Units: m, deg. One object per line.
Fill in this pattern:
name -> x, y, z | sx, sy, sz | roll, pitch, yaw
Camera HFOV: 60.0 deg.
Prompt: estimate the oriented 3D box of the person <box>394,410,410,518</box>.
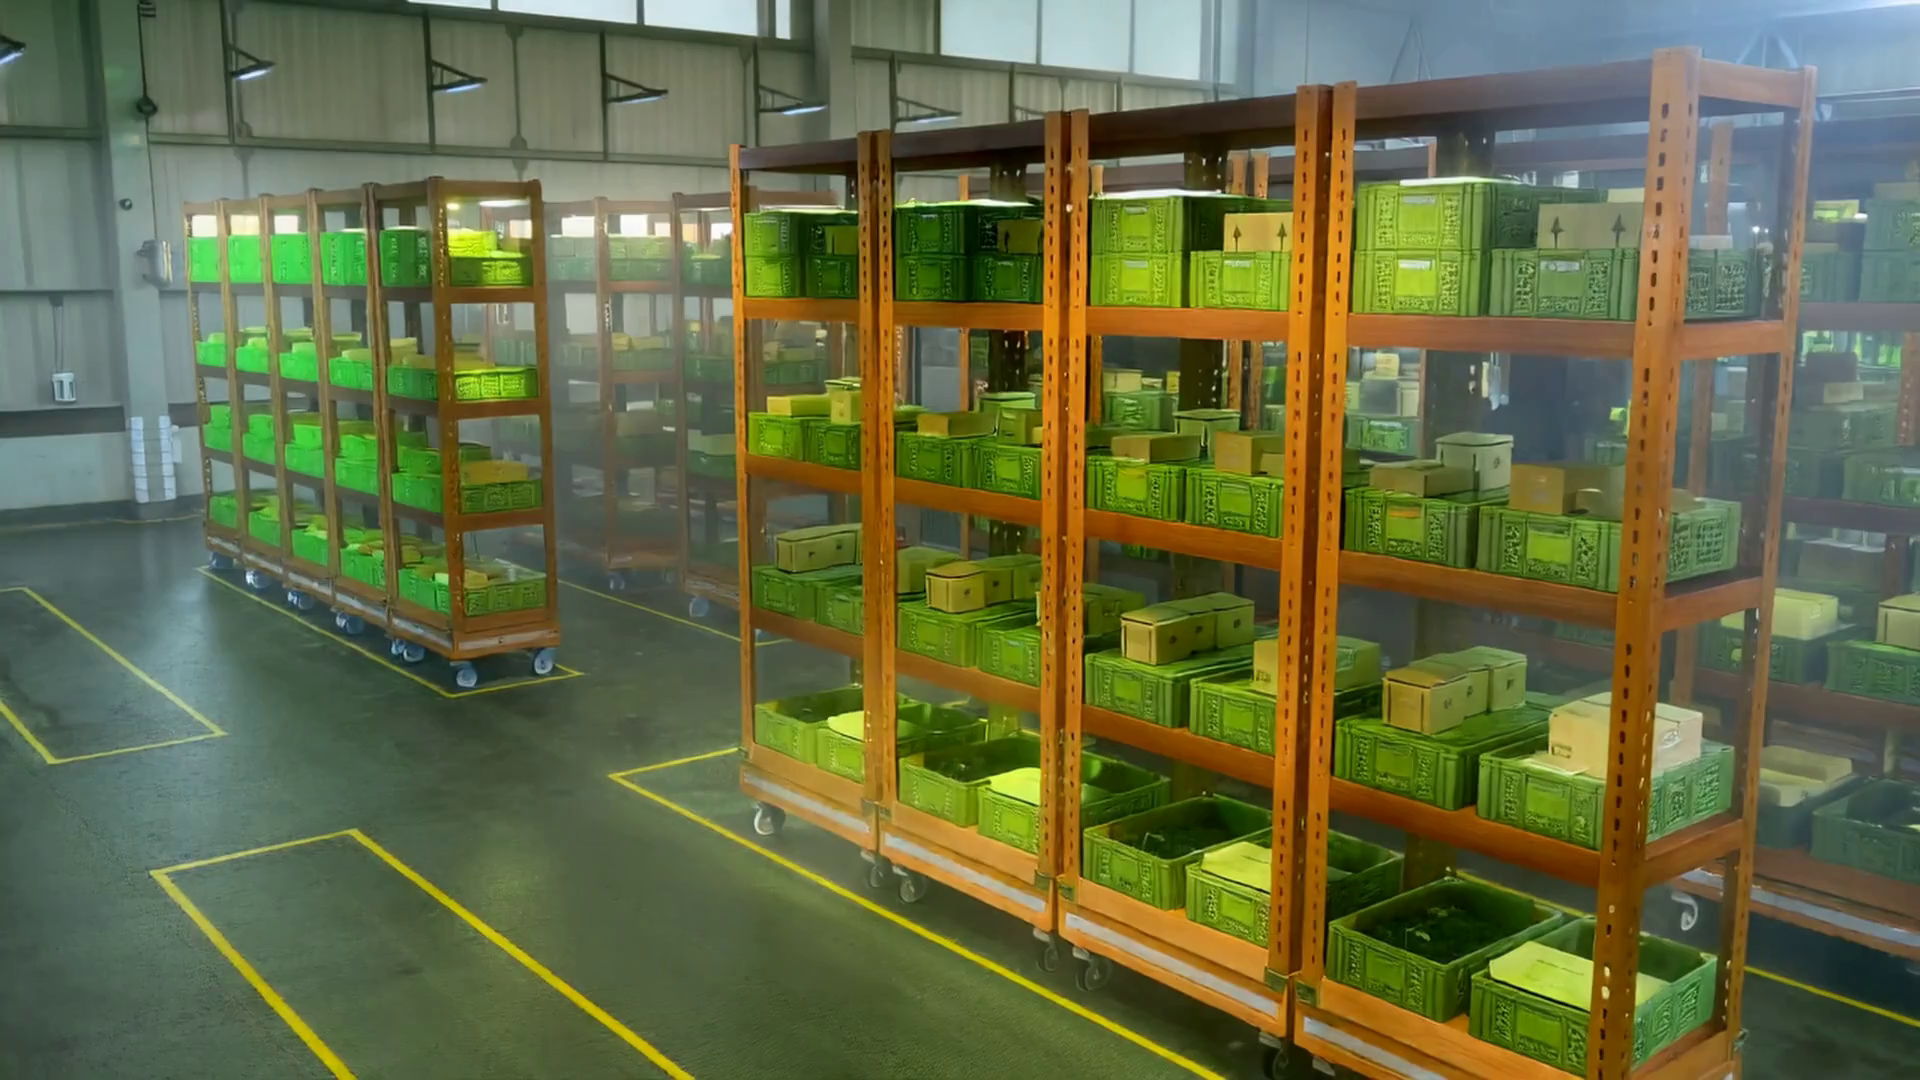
person -> -6.666, -1.184, 19.817 | 0.390, 1.850, 0.565 | -2, 10, -14
